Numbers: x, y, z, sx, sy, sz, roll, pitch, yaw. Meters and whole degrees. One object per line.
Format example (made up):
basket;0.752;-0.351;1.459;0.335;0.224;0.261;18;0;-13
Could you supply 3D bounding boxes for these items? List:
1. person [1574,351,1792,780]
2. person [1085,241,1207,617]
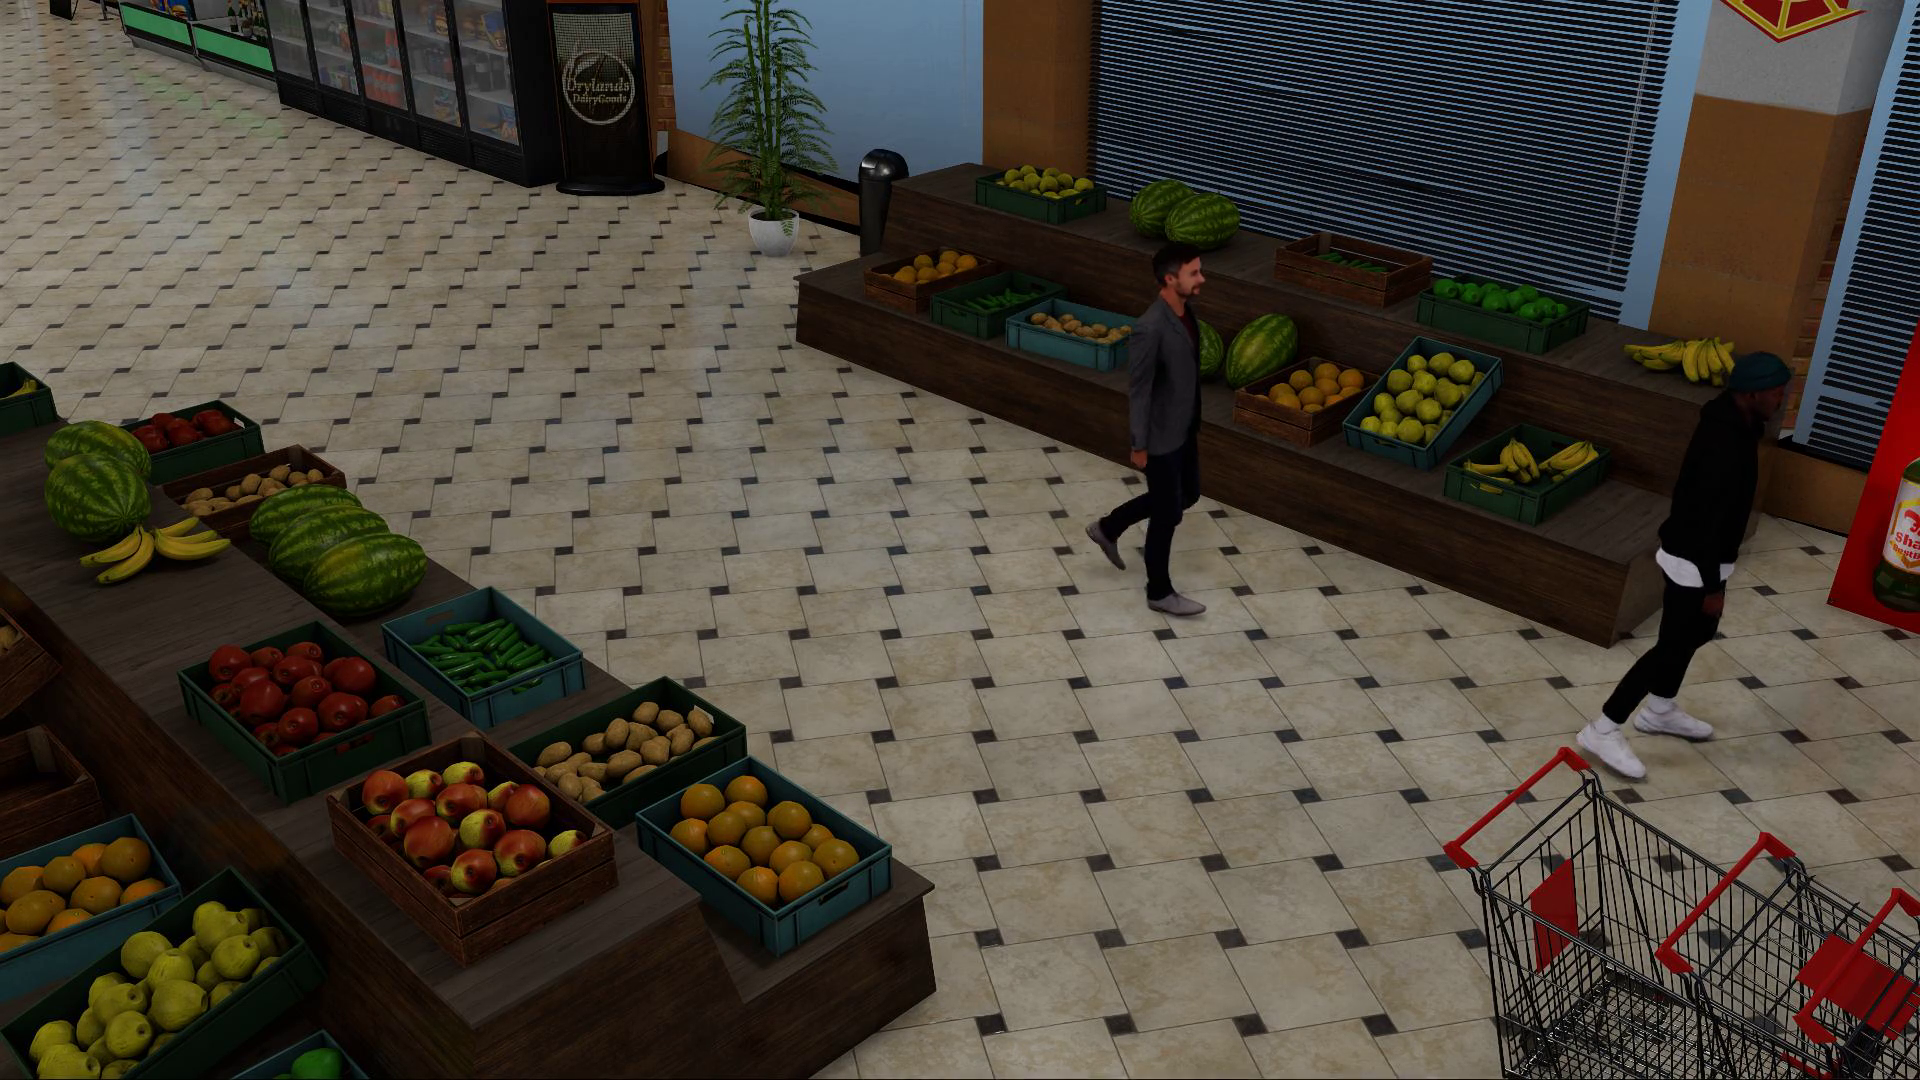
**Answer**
person;3.007;0.081;6.790;0.862;1.802;0.918;14;30;26
person;0.909;-0.534;7.940;1.033;1.859;0.880;12;29;23
